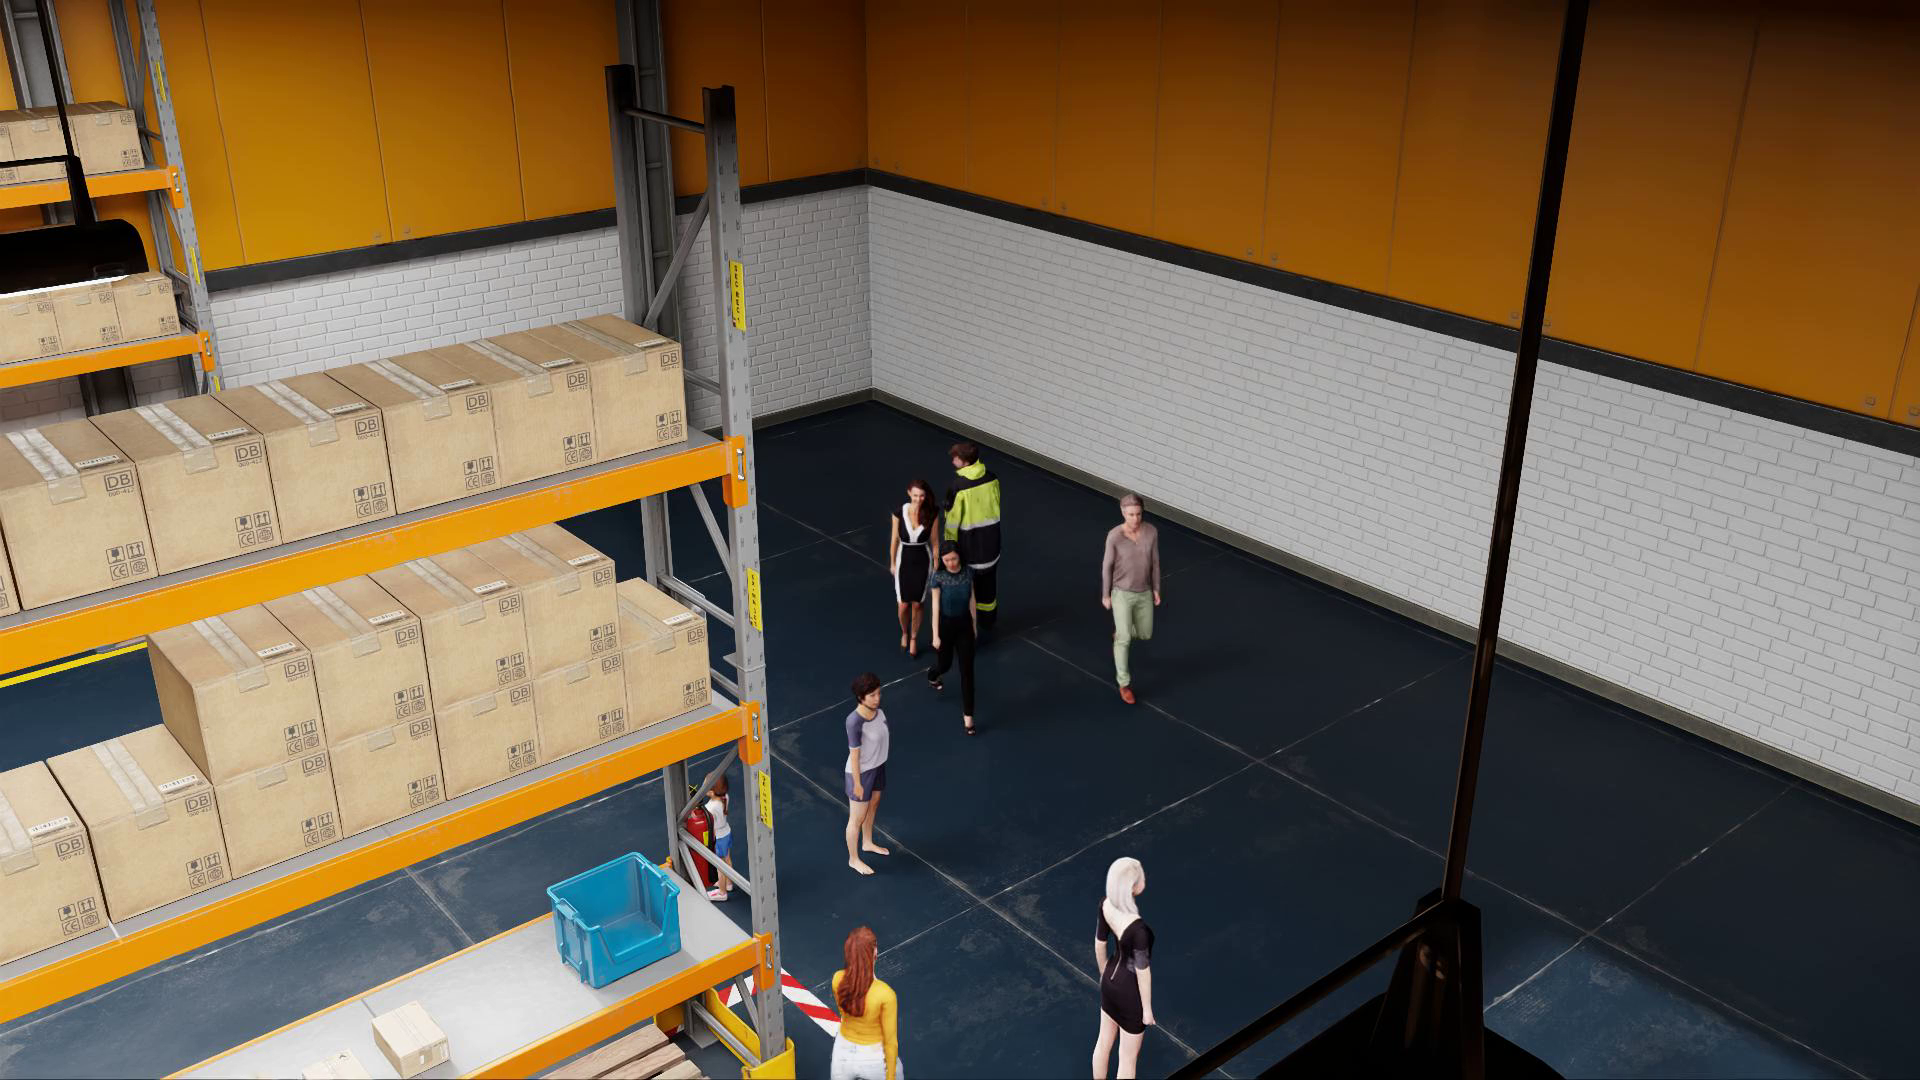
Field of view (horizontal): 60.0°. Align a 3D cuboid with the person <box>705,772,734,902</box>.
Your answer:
[{"bbox_3d":[-1.710,2.086,11.790,0.547,1.019,0.470,7,24,15],"label":"person"}]

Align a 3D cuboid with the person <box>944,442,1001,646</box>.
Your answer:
[{"bbox_3d":[0.100,0.046,15.286,0.852,1.956,0.938,-12,26,-25],"label":"person"}]

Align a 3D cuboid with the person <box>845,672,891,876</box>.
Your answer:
[{"bbox_3d":[-0.680,1.658,12.088,0.701,1.565,0.587,11,26,23],"label":"person"}]

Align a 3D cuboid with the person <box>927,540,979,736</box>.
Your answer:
[{"bbox_3d":[-0.106,0.758,13.976,1.040,1.700,0.843,-12,26,-25],"label":"person"}]

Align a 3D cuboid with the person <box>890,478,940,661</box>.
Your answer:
[{"bbox_3d":[-0.428,0.233,15.073,0.699,1.785,0.776,-1,24,-3],"label":"person"}]

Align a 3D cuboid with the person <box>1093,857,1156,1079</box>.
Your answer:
[{"bbox_3d":[0.942,2.608,9.583,0.534,1.830,0.618,-14,27,-30],"label":"person"}]

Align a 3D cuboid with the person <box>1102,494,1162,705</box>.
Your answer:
[{"bbox_3d":[1.462,0.441,14.508,1.057,1.854,0.977,-8,25,-17],"label":"person"}]

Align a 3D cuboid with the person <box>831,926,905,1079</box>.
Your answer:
[{"bbox_3d":[-0.570,2.924,9.024,0.949,1.698,1.210,9,25,21],"label":"person"}]
